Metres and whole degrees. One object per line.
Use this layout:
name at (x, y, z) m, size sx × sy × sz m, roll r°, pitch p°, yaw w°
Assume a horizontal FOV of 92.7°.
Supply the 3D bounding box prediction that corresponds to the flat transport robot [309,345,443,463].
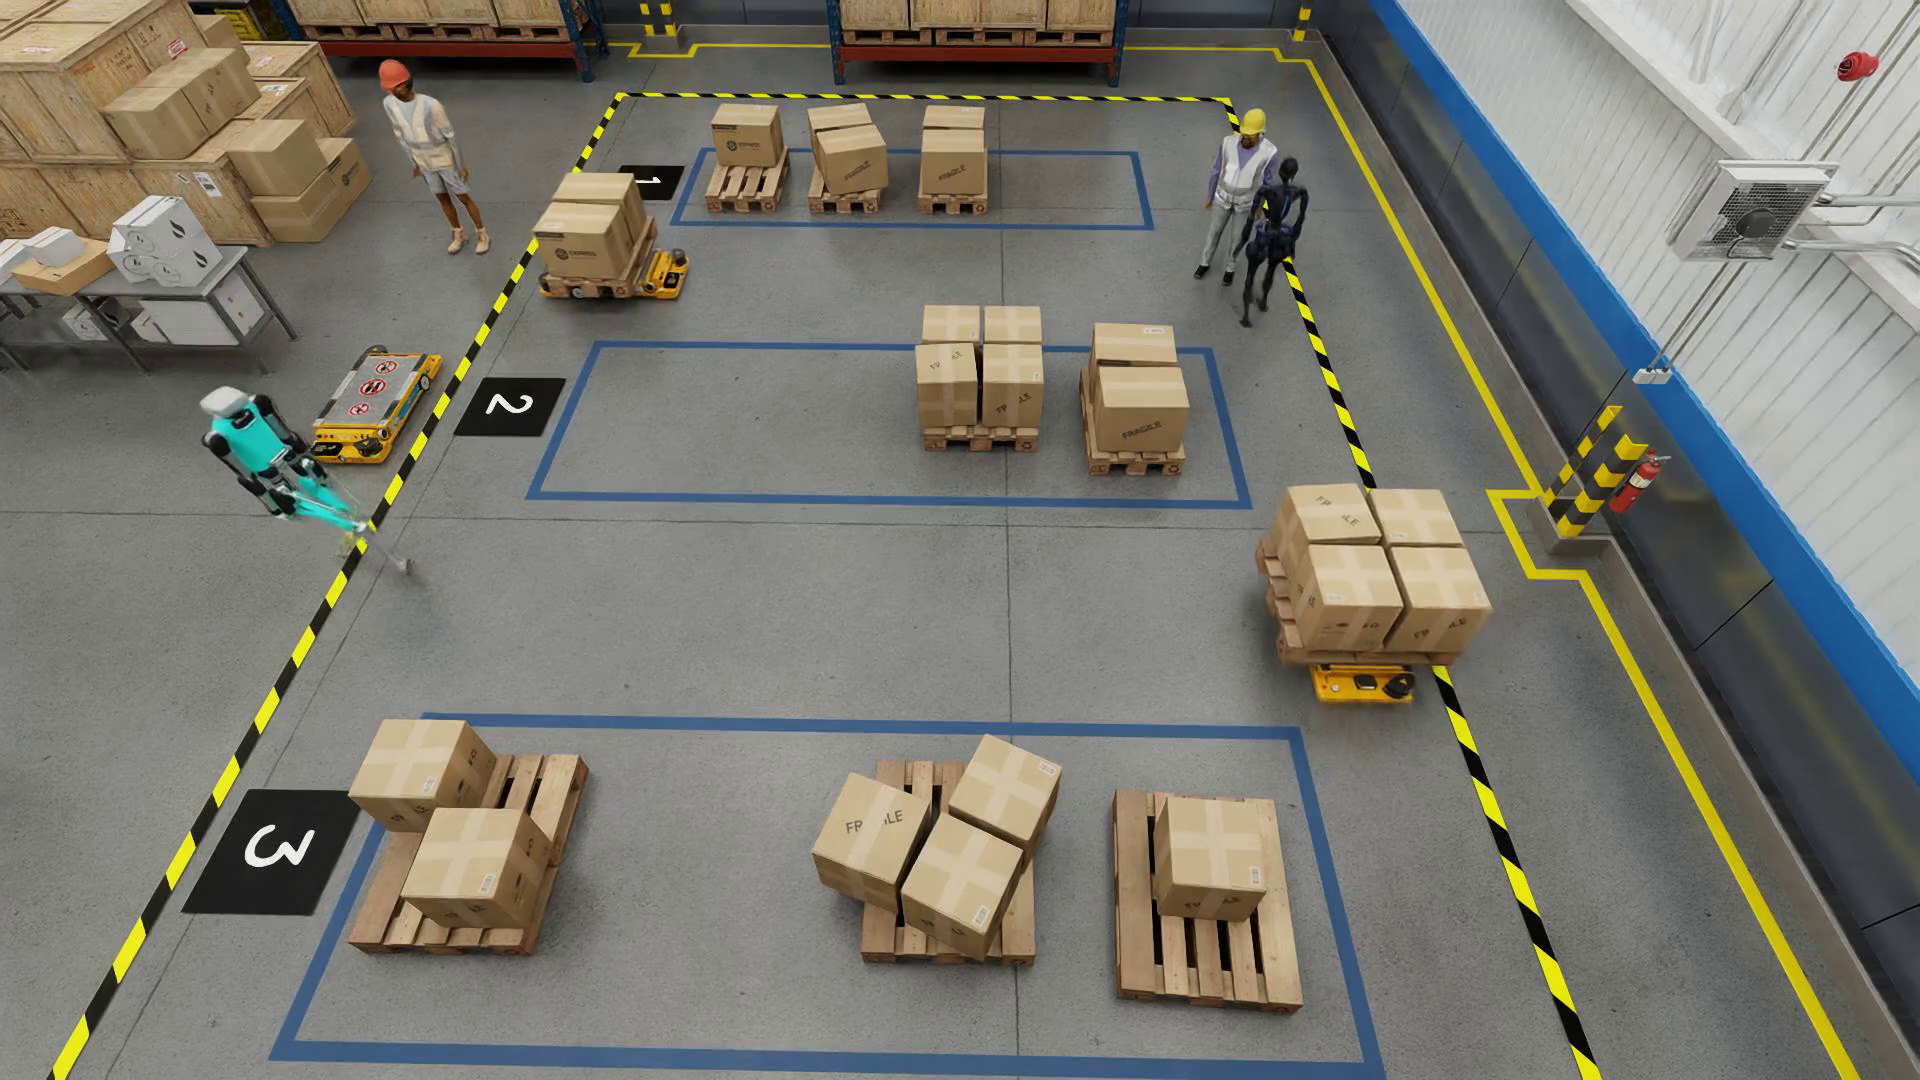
flat transport robot at (-5.383, -1.269, 8.441) m, size 0.659 × 0.231 × 1.431 m, roll 1°, pitch 50°, yaw 1°

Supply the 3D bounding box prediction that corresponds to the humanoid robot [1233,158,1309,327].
humanoid robot at (3.013, -2.847, 8.885) m, size 0.610 × 1.657 × 0.481 m, roll -2°, pitch 50°, yaw -1°

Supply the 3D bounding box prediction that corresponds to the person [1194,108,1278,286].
person at (2.780, -3.438, 9.251) m, size 0.598 × 1.830 × 0.403 m, roll 20°, pitch 53°, yaw 16°

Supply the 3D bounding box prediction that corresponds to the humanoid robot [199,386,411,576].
humanoid robot at (-4.631, -0.341, 6.730) m, size 1.015 × 1.783 × 0.530 m, roll 10°, pitch 50°, yaw 8°

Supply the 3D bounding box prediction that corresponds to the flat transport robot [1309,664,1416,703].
flat transport robot at (2.876, 0.552, 6.882) m, size 0.652 × 0.197 × 1.431 m, roll 1°, pitch 50°, yaw 1°

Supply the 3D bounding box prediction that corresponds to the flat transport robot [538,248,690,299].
flat transport robot at (-3.675, -2.854, 9.763) m, size 1.431 × 0.197 × 0.652 m, roll 1°, pitch 50°, yaw 1°

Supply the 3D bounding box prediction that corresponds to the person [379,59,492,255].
person at (-5.456, -3.930, 9.531) m, size 0.607 × 2.044 × 0.389 m, roll 5°, pitch 50°, yaw 4°
